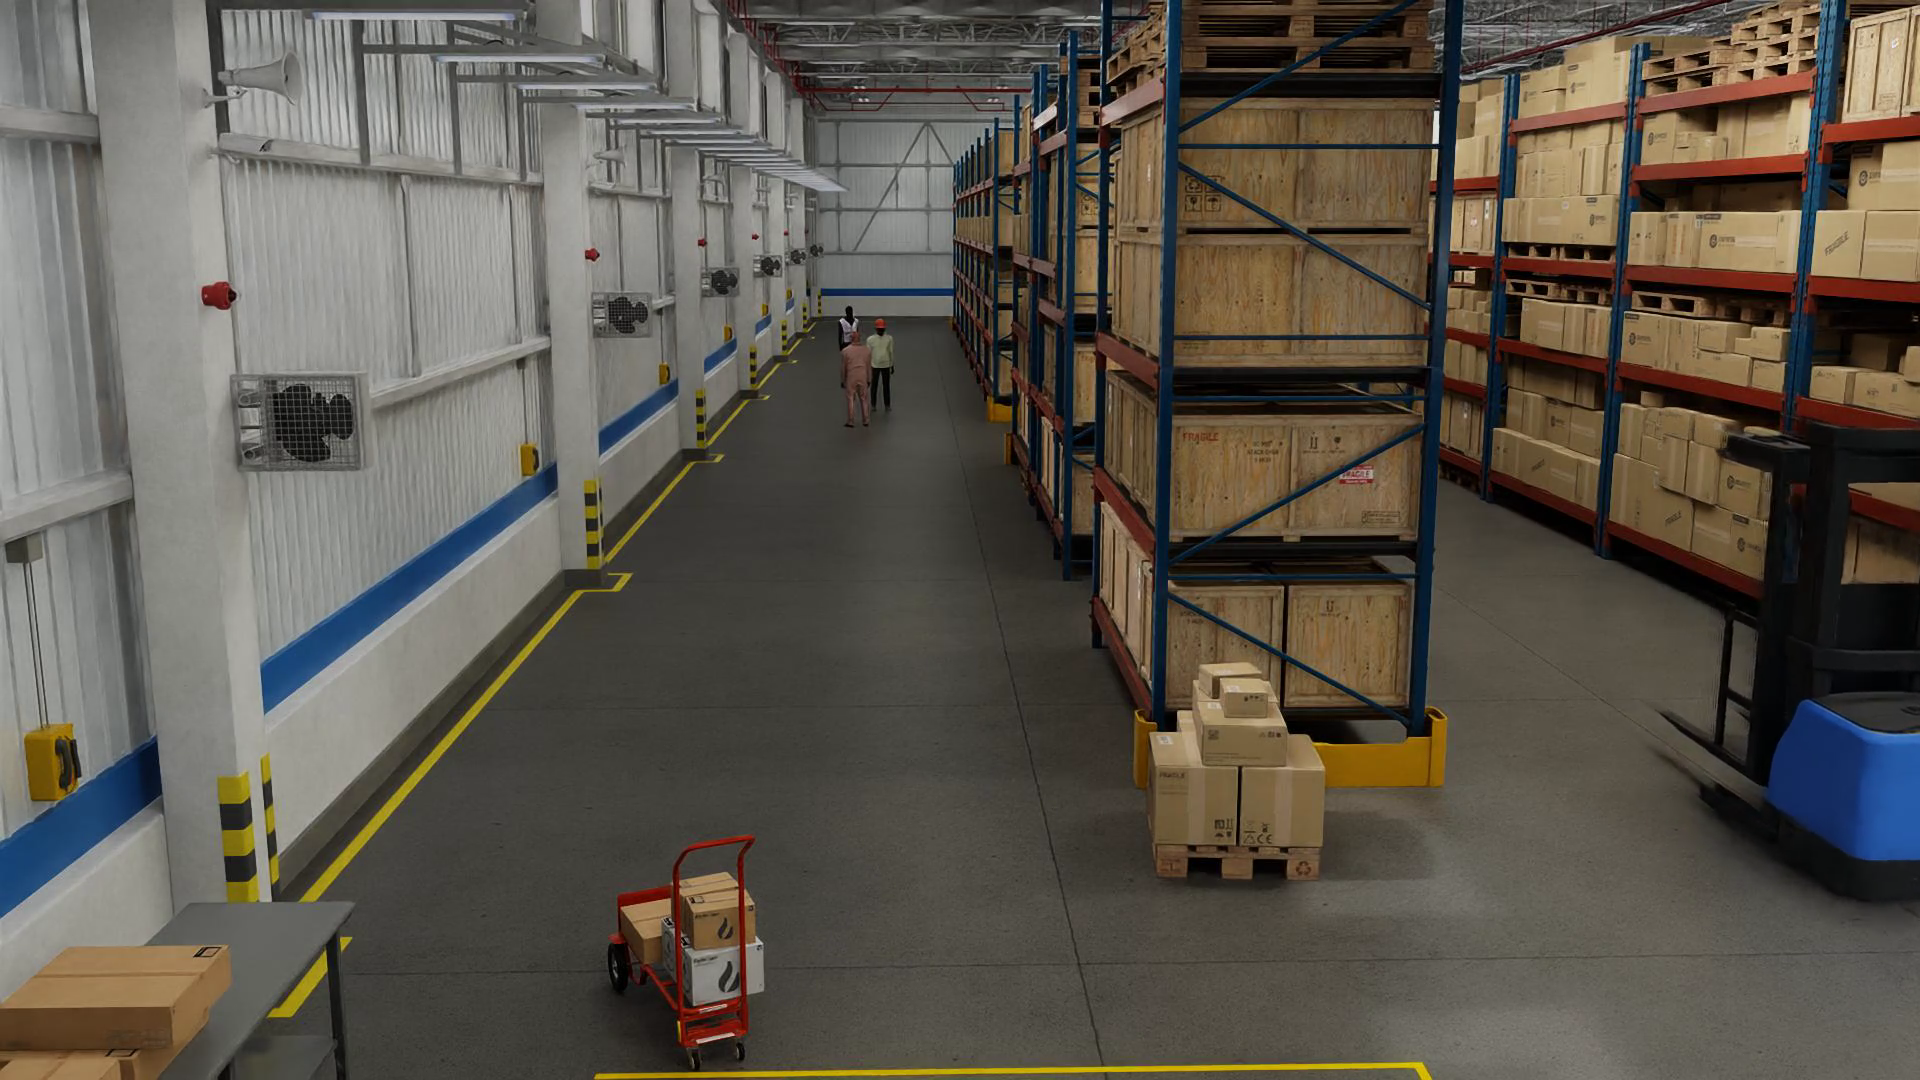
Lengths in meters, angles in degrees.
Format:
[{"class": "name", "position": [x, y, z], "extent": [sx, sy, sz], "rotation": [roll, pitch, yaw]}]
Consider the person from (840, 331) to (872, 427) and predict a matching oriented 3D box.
[{"class": "person", "position": [-2.072, -3.187, 33.027], "extent": [0.663, 1.895, 0.401], "rotation": [-5, 12, -24]}]

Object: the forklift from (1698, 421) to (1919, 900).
[{"class": "forklift", "position": [5.781, 0.637, 10.534], "extent": [1.129, 2.768, 1.873], "rotation": [0, 11, -2]}]

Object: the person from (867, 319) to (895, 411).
[{"class": "person", "position": [-1.701, -3.747, 35.688], "extent": [0.621, 1.986, 0.409], "rotation": [-3, 11, -13]}]

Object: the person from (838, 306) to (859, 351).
[{"class": "person", "position": [-2.851, -5.021, 42.513], "extent": [0.590, 1.910, 0.387], "rotation": [-8, 14, -36]}]
